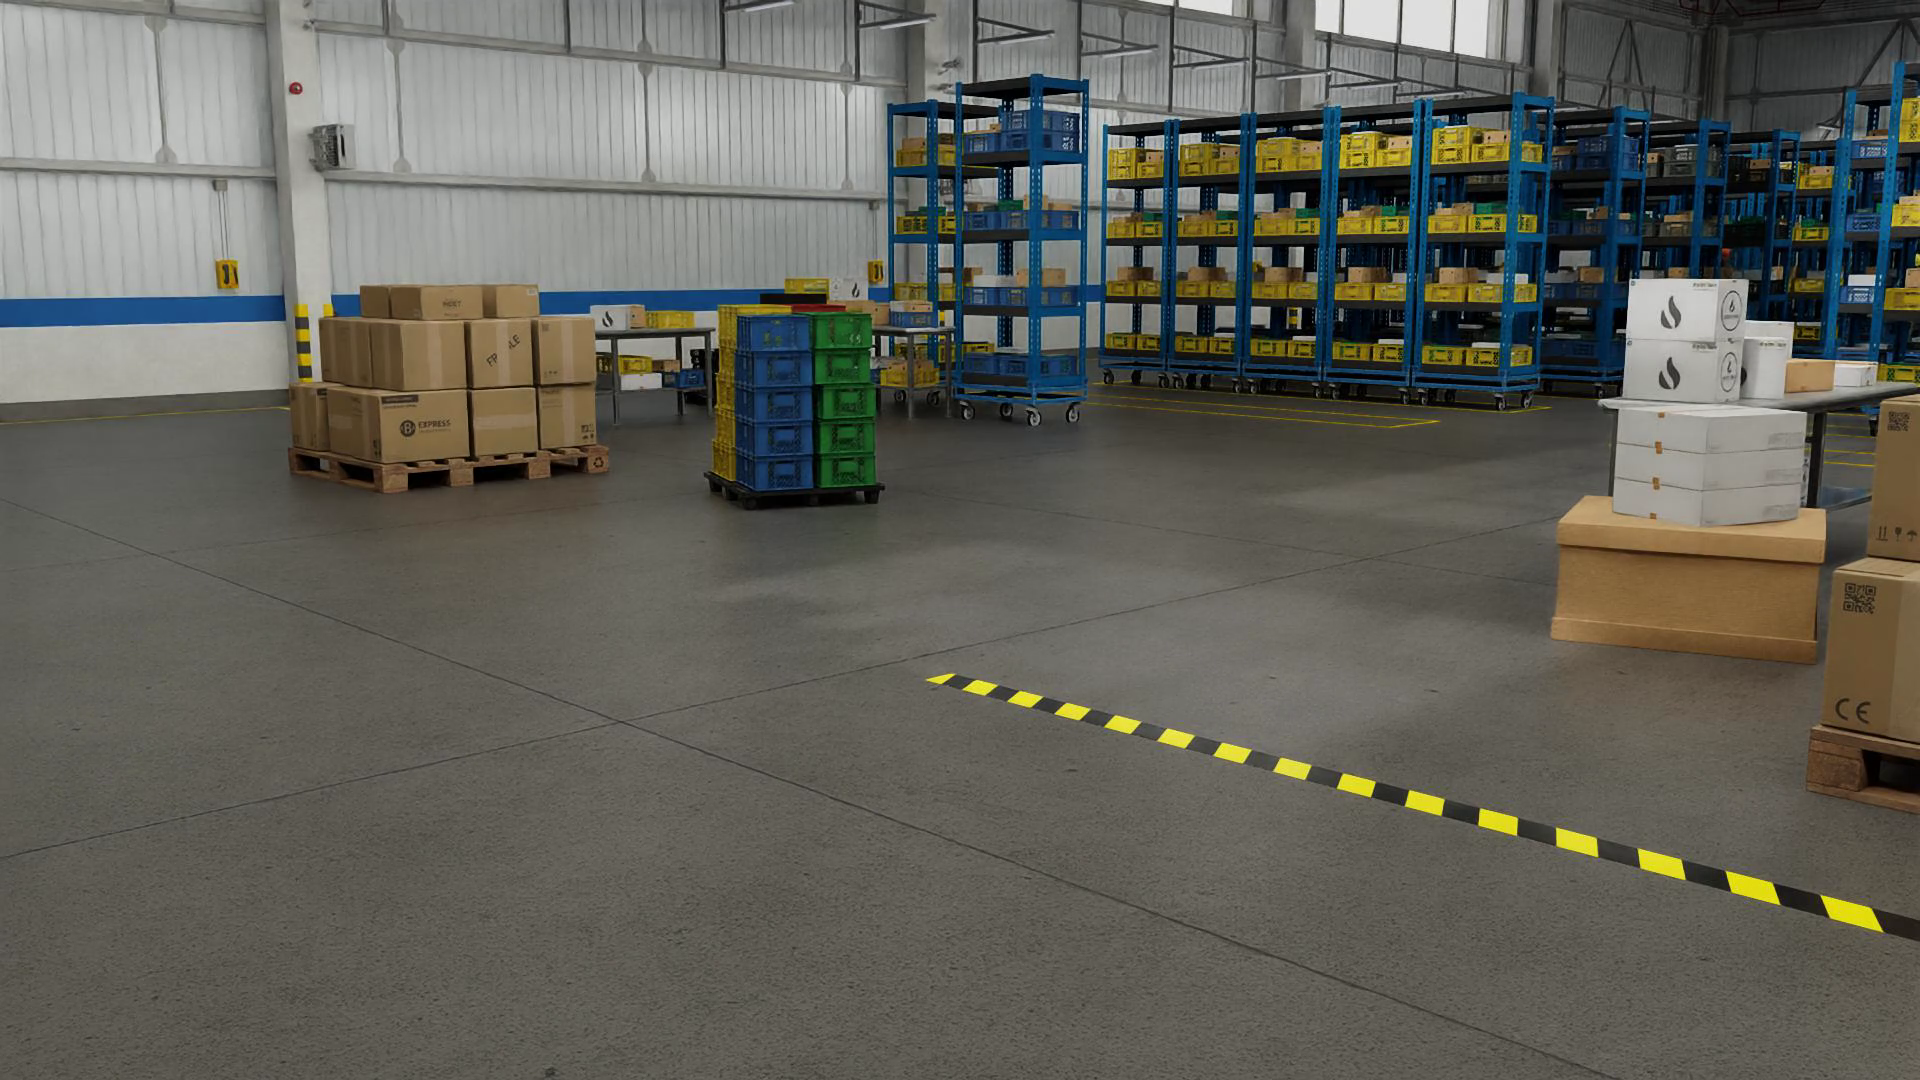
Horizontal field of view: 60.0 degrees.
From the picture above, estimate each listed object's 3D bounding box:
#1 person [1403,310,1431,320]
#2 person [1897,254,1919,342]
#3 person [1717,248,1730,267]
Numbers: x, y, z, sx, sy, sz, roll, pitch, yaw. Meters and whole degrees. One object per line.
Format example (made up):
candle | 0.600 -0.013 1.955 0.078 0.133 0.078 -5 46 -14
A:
person | 8.921 -4.599 32.441 0.565 1.830 0.479 2 10 12
person | 13.713 -3.207 24.051 0.403 1.827 0.596 5 11 29
person | 13.060 -4.040 28.665 0.612 1.961 0.710 1 10 8
